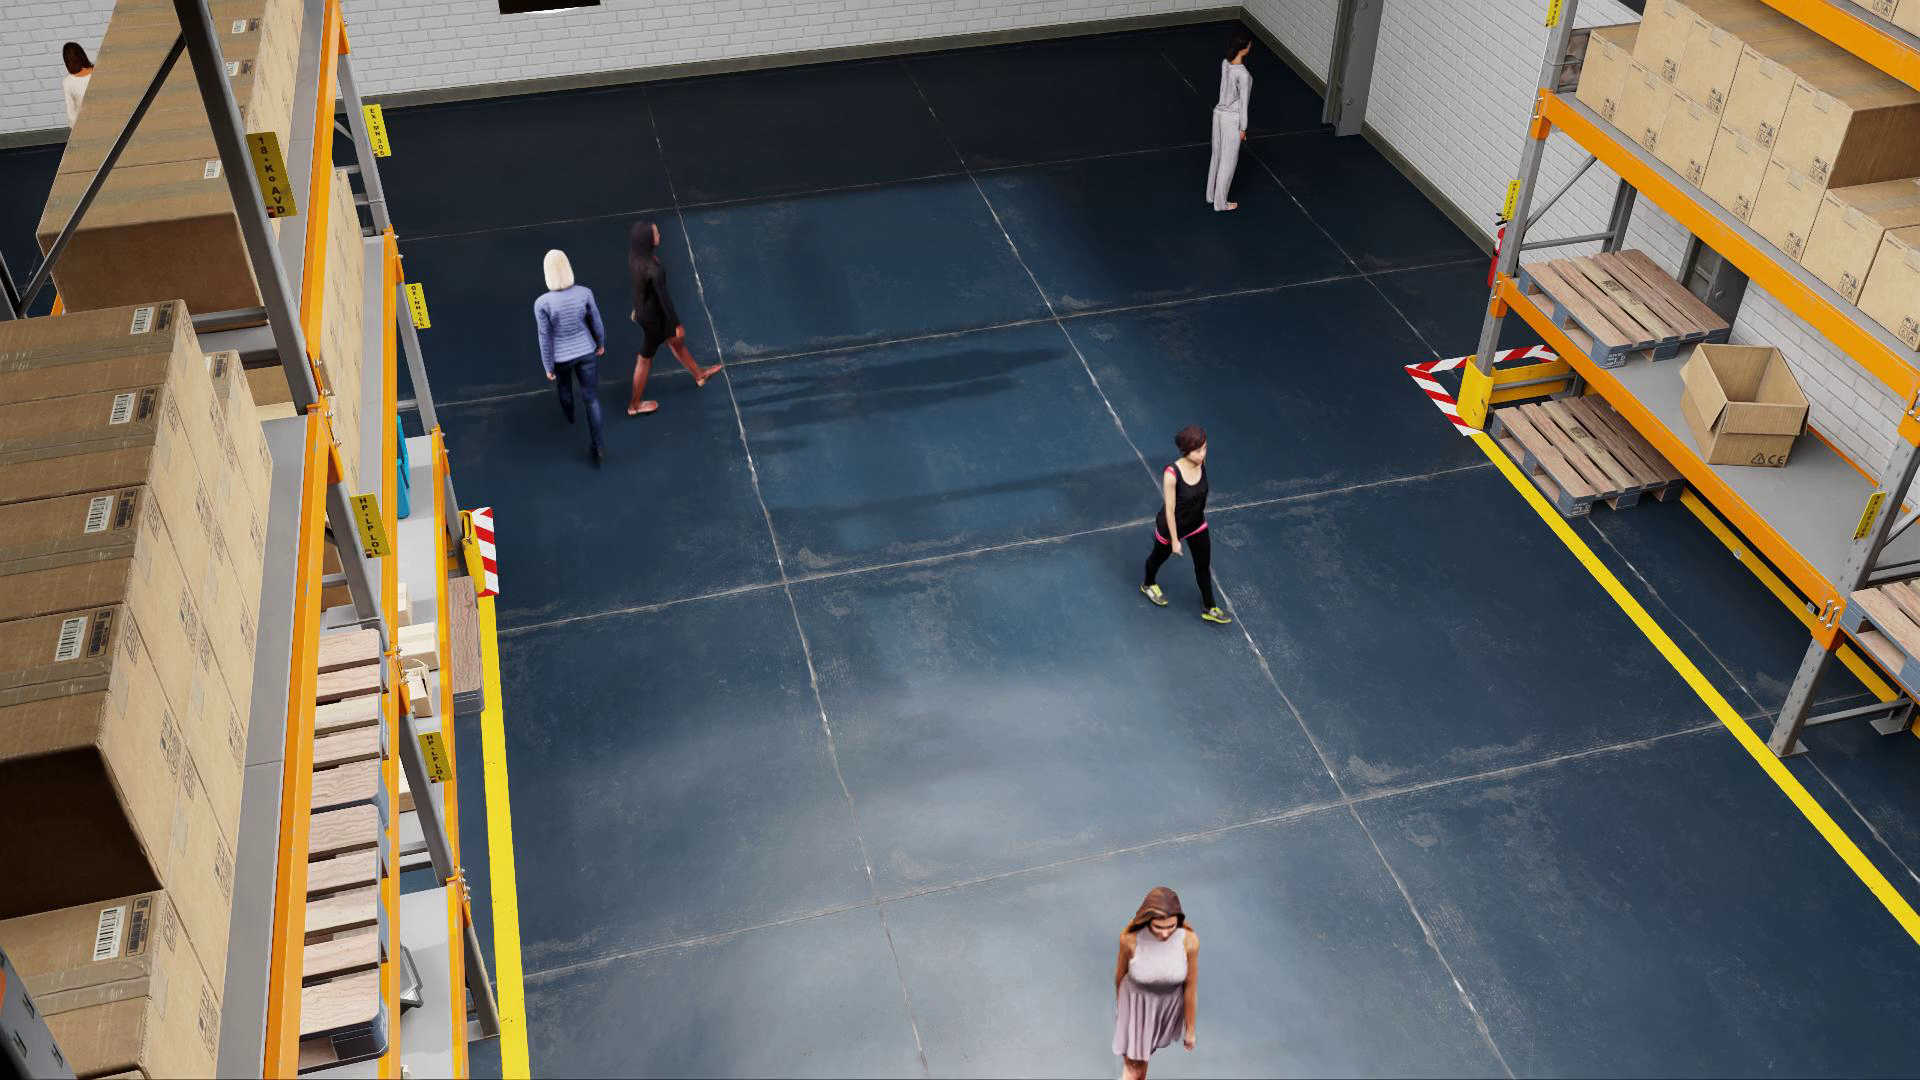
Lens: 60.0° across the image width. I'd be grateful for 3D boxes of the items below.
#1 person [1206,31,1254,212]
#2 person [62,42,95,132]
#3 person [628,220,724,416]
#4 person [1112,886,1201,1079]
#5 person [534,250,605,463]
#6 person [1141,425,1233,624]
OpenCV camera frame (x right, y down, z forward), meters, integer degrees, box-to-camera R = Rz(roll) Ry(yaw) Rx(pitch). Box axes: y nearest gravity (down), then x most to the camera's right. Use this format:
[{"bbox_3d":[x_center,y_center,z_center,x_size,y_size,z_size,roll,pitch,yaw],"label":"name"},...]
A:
[{"bbox_3d":[2.584,-4.036,16.018,0.670,1.770,0.498,-15,41,-18],"label":"person"},{"bbox_3d":[-8.217,-3.943,15.982,0.917,1.669,0.844,27,46,30],"label":"person"},{"bbox_3d":[-2.520,-1.719,13.184,0.859,1.686,1.105,-19,43,-23],"label":"person"},{"bbox_3d":[0.939,2.234,8.188,0.698,1.745,0.939,0,39,0],"label":"person"},{"bbox_3d":[-2.942,-1.371,12.744,0.794,1.690,1.157,-15,41,-18],"label":"person"},{"bbox_3d":[1.445,-0.149,11.351,0.770,1.520,1.029,-24,44,-27],"label":"person"}]
